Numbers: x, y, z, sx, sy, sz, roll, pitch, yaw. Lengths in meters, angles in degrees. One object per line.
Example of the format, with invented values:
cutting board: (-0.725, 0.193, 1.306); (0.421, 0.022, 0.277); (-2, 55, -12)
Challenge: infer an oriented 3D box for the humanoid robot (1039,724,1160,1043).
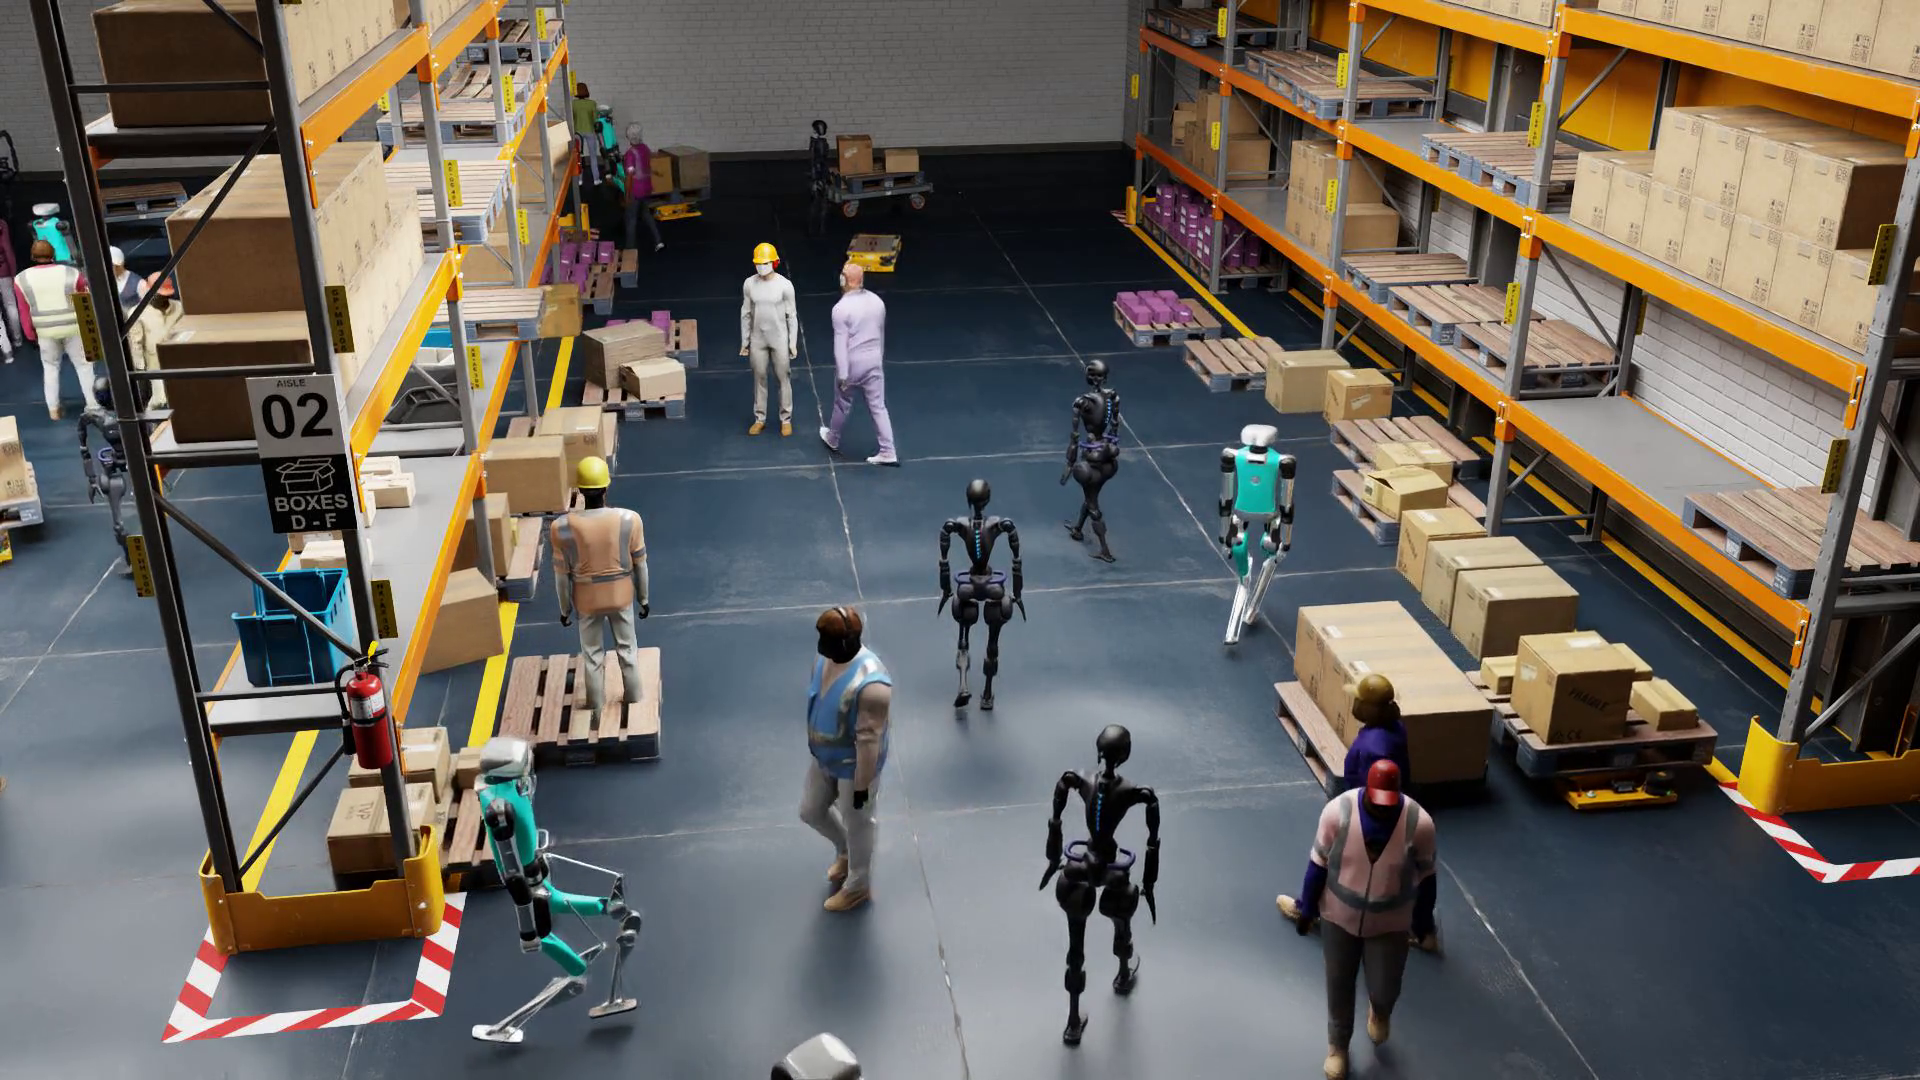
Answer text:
humanoid robot: (0.691, 1.638, 8.228); (0.603, 1.632, 0.713); (8, 25, 17)

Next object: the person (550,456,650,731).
person: (-2.308, 0.375, 10.762); (0.592, 1.926, 0.363); (-7, 25, -16)

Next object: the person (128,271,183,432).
person: (-7.573, -1.735, 15.823); (0.572, 1.720, 0.614); (-21, 31, -40)

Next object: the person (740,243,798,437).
person: (-1.844, -1.933, 16.063); (0.562, 1.896, 0.356); (3, 24, 6)

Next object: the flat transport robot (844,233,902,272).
flat transport robot: (-1.169, -3.900, 22.564); (0.659, 0.231, 1.431); (1, 24, 2)

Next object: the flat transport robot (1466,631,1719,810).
flat transport robot: (3.967, 1.280, 10.763); (0.659, 0.231, 1.431); (-3, 24, -7)

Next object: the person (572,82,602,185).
person: (-6.092, -6.597, 27.026); (0.510, 1.621, 0.314); (-2, 24, -4)

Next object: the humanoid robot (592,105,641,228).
humanoid robot: (-4.873, -5.374, 24.121); (0.768, 1.803, 0.533); (4, 24, 9)

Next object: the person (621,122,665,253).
person: (-4.365, -4.727, 22.499); (0.530, 1.826, 0.605); (10, 26, 22)

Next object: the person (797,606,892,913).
person: (-0.620, 1.191, 9.021); (0.457, 1.827, 0.633); (-17, 29, -34)

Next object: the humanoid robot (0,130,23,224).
humanoid robot: (-14.049, -5.405, 24.250); (0.611, 1.634, 0.550); (-10, 26, -22)

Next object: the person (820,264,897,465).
person: (-0.967, -1.630, 15.434); (0.686, 1.839, 0.985); (-22, 32, -40)

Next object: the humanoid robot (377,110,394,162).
humanoid robot: (-8.437, -5.629, 24.756); (0.609, 1.648, 0.349); (11, 26, 24)

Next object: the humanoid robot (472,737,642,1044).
humanoid robot: (-1.883, 1.711, 7.994); (1.030, 1.749, 0.547); (-5, 24, -11)

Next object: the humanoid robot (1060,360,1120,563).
humanoid robot: (1.035, -0.674, 13.493); (0.589, 1.633, 0.704); (-21, 31, -40)

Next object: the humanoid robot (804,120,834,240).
humanoid robot: (-2.022, -5.125, 23.601); (0.356, 1.645, 0.600); (6, 24, 14)

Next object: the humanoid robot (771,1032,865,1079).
humanoid robot: (-0.603, 2.643, 5.904); (0.543, 1.859, 0.677); (20, 31, 38)

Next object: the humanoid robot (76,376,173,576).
humanoid robot: (-6.583, -0.529, 13.141); (0.610, 1.644, 0.373); (-10, 26, -23)

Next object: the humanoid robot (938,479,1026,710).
humanoid robot: (0.140, 0.386, 11.045); (0.600, 1.642, 0.448); (2, 24, 4)

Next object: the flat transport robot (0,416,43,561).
flat transport robot: (-8.335, -0.094, 13.892); (0.659, 0.231, 1.431); (-13, 27, -27)

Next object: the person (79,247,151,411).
person: (-8.359, -2.085, 16.656); (0.746, 1.723, 0.870); (-2, 24, -5)

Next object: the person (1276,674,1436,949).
person: (2.192, 1.429, 8.794); (0.861, 1.568, 0.486); (16, 28, 31)

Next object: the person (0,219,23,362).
person: (-10.737, -2.985, 18.449); (0.515, 1.892, 0.999); (-12, 26, -25)

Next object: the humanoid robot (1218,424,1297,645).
humanoid robot: (2.141, -0.065, 11.979); (0.535, 1.727, 0.994); (8, 25, 17)

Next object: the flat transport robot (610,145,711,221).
flat transport robot: (-4.555, -5.097, 25.290); (0.659, 0.231, 1.431); (-15, 28, -31)

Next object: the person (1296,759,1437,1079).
person: (1.906, 1.763, 7.835); (0.604, 1.735, 0.450); (8, 25, 18)

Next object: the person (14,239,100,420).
person: (-8.904, -2.071, 16.460); (0.630, 1.827, 0.474); (-8, 25, -18)

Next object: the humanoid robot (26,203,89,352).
humanoid robot: (-9.803, -2.936, 18.530); (0.562, 1.735, 0.978); (7, 25, 16)
